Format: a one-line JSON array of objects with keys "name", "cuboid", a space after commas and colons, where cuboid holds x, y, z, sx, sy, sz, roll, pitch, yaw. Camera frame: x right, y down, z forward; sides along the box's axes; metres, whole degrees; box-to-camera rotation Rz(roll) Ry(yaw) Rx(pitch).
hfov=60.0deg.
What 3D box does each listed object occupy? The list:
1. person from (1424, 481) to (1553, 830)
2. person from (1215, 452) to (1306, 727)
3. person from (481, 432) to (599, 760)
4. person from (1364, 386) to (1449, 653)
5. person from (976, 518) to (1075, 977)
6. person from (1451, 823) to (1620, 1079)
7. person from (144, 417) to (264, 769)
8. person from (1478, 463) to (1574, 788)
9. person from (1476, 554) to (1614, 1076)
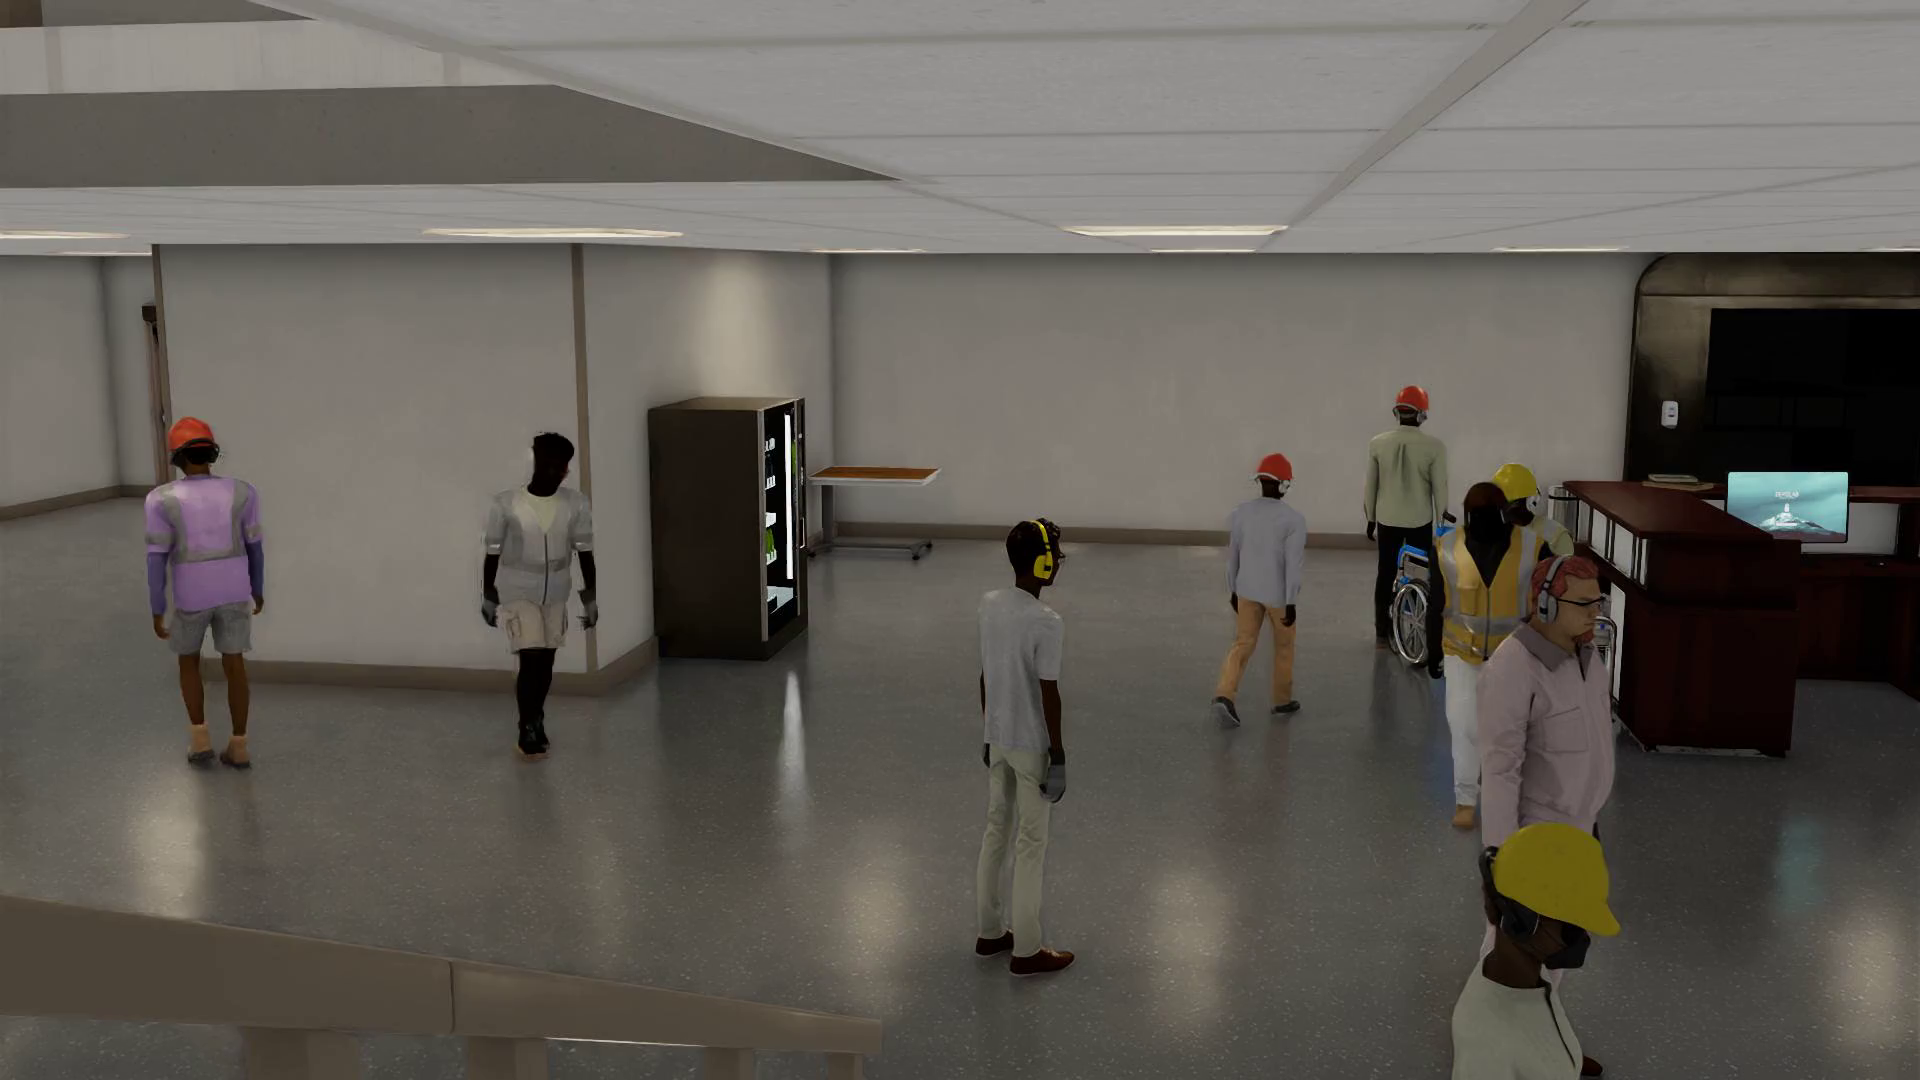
[{"name": "person", "cuboid": [2.734, 0.566, 8.619, 0.645, 1.805, 0.682, 3, 10, 19]}, {"name": "person", "cuboid": [1.885, 0.311, 10.439, 0.561, 1.719, 0.836, 8, 12, 39]}, {"name": "person", "cuboid": [-2.451, 0.320, 9.718, 0.623, 1.917, 0.720, -6, 11, -34]}, {"name": "person", "cuboid": [3.342, -0.156, 12.444, 0.622, 1.992, 0.396, 6, 11, 31]}, {"name": "person", "cuboid": [0.256, 0.836, 6.753, 0.324, 1.862, 0.509, -7, 12, -37]}, {"name": "person", "cuboid": [1.133, 1.427, 3.413, 0.331, 1.760, 0.522, 5, 10, 26]}, {"name": "person", "cuboid": [-4.300, 0.308, 9.517, 0.645, 2.018, 0.584, -6, 11, -35]}, {"name": "person", "cuboid": [3.009, 0.485, 9.056, 0.601, 1.818, 0.403, 9, 13, 43]}, {"name": "person", "cuboid": [2.024, 0.984, 5.726, 0.648, 1.901, 0.399, -9, 13, -44]}]
